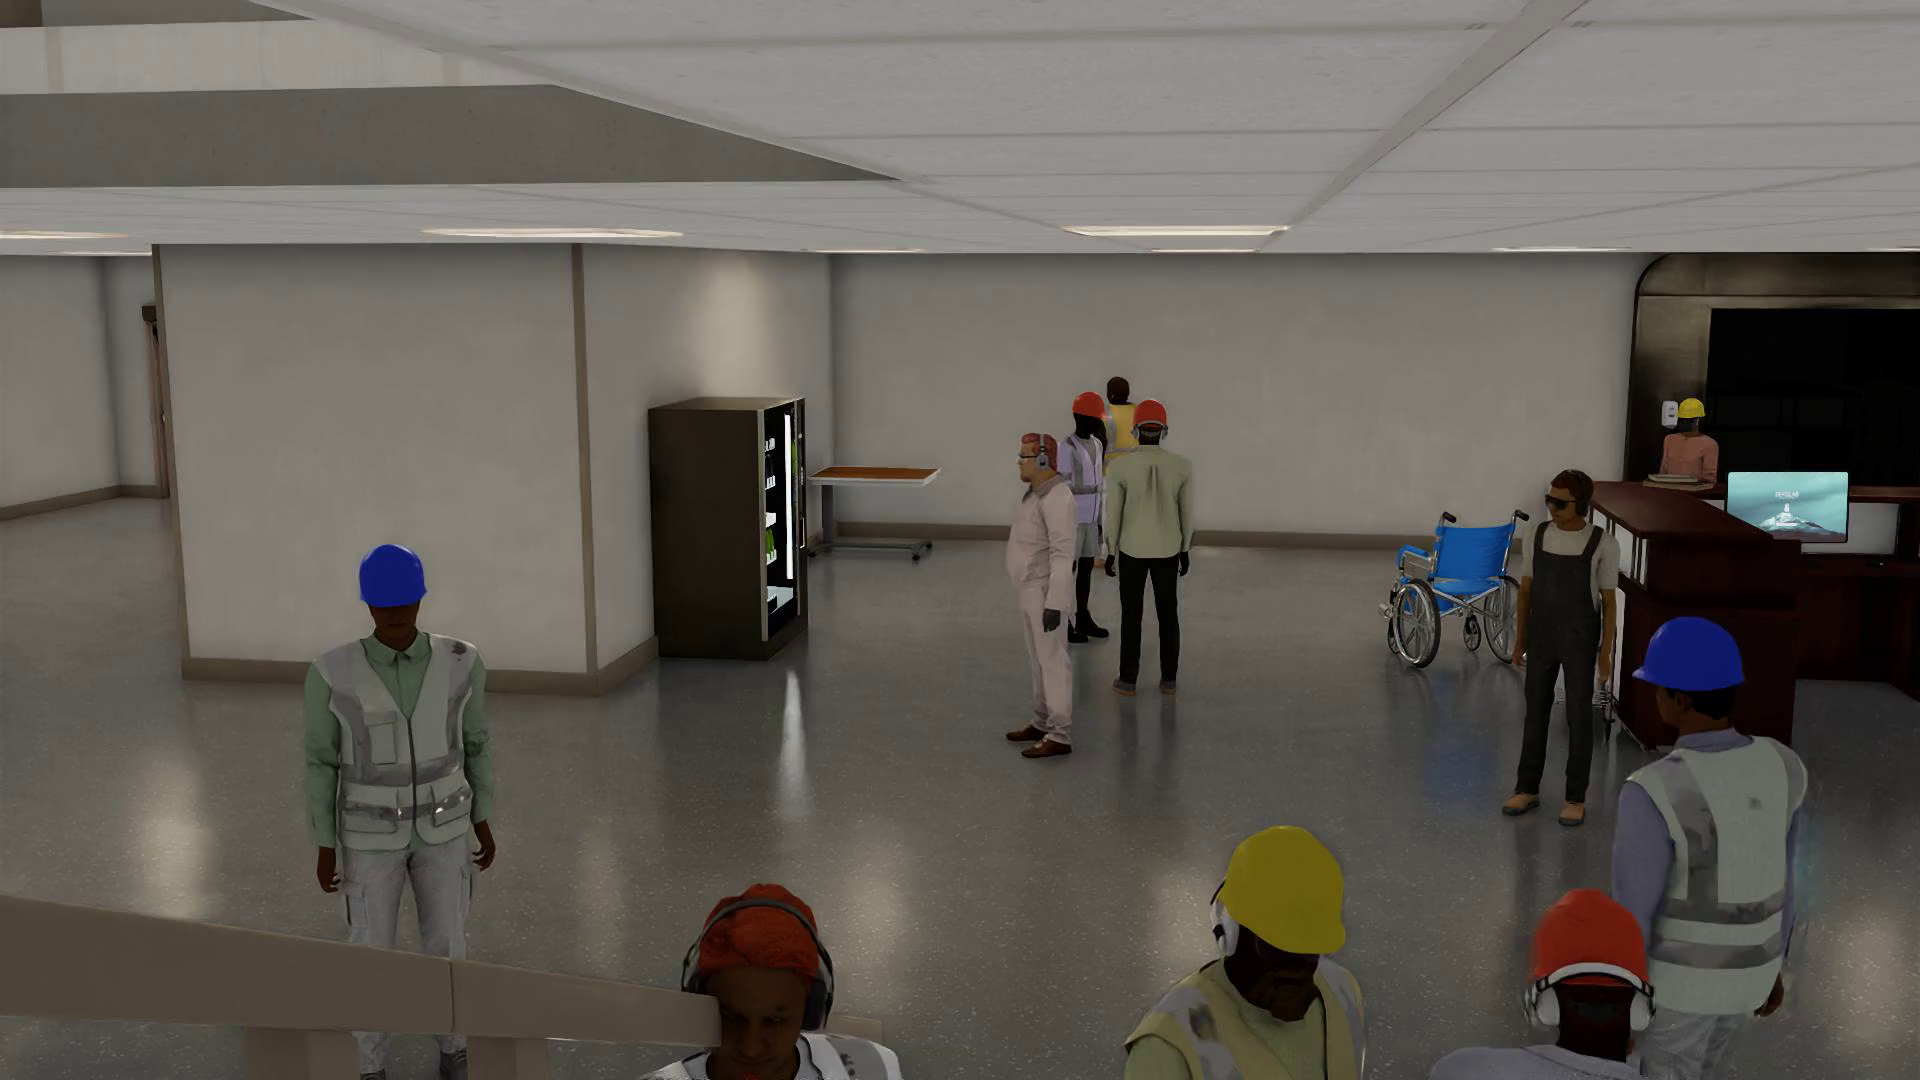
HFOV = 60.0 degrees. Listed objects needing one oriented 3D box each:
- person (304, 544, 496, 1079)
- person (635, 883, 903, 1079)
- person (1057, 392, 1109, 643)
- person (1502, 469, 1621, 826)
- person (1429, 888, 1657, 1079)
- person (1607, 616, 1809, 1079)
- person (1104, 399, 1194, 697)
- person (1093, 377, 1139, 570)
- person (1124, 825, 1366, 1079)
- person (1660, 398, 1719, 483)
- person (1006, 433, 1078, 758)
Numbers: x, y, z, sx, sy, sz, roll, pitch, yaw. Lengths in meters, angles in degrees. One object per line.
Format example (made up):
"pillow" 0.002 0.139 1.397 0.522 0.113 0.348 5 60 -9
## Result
"person" -1.883 0.971 5.639 0.614 1.946 0.389 -5 11 -30
"person" -0.335 1.471 2.754 0.576 1.883 0.354 -6 11 -31
"person" 0.949 -0.176 12.777 0.390 1.929 0.545 8 12 39
"person" 3.109 0.547 8.580 0.506 1.842 0.350 8 12 39
"person" 1.165 1.496 3.102 0.626 1.713 0.609 7 12 39
"person" 1.975 1.160 4.512 0.639 1.930 0.436 -4 10 -25
"person" 1.257 0.059 11.122 0.612 1.995 0.382 -1 9 -8
"person" 1.499 -0.635 15.874 0.621 1.845 0.429 -5 10 -27
"person" 0.576 1.425 3.209 0.592 1.828 0.404 -7 12 -39
"person" 6.274 -0.351 14.384 0.334 1.761 0.529 -6 11 -32
"person" 0.467 0.319 9.791 0.400 1.907 0.644 -2 9 -10
